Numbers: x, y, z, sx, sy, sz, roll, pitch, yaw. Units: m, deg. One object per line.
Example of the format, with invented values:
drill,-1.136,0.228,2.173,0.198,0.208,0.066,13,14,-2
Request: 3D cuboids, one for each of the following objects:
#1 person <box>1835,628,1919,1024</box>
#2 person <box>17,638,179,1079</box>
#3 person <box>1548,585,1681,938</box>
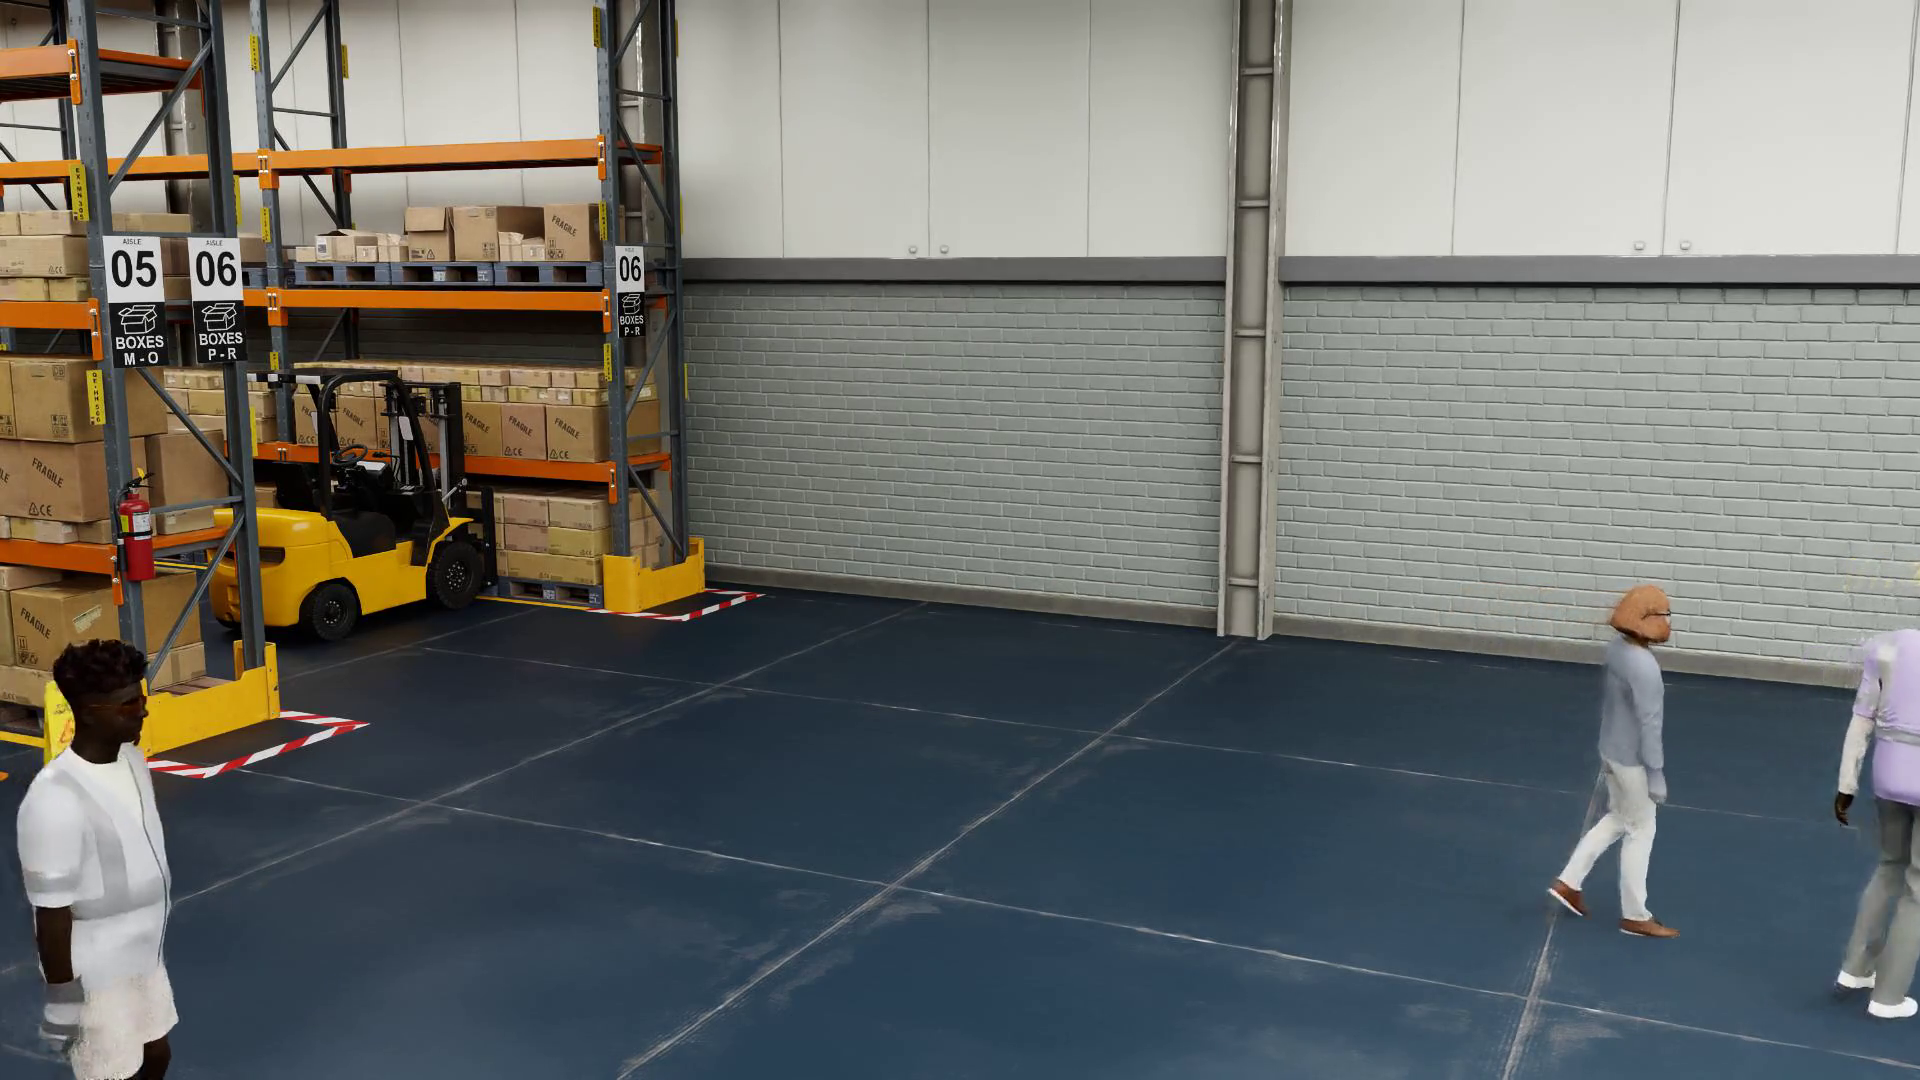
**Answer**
person,3.905,1.011,6.693,0.581,1.880,0.600,-6,11,-35
person,-2.661,1.249,5.038,0.638,1.952,0.610,-1,9,-5
person,3.038,1.002,7.581,0.443,1.637,0.521,1,9,4
